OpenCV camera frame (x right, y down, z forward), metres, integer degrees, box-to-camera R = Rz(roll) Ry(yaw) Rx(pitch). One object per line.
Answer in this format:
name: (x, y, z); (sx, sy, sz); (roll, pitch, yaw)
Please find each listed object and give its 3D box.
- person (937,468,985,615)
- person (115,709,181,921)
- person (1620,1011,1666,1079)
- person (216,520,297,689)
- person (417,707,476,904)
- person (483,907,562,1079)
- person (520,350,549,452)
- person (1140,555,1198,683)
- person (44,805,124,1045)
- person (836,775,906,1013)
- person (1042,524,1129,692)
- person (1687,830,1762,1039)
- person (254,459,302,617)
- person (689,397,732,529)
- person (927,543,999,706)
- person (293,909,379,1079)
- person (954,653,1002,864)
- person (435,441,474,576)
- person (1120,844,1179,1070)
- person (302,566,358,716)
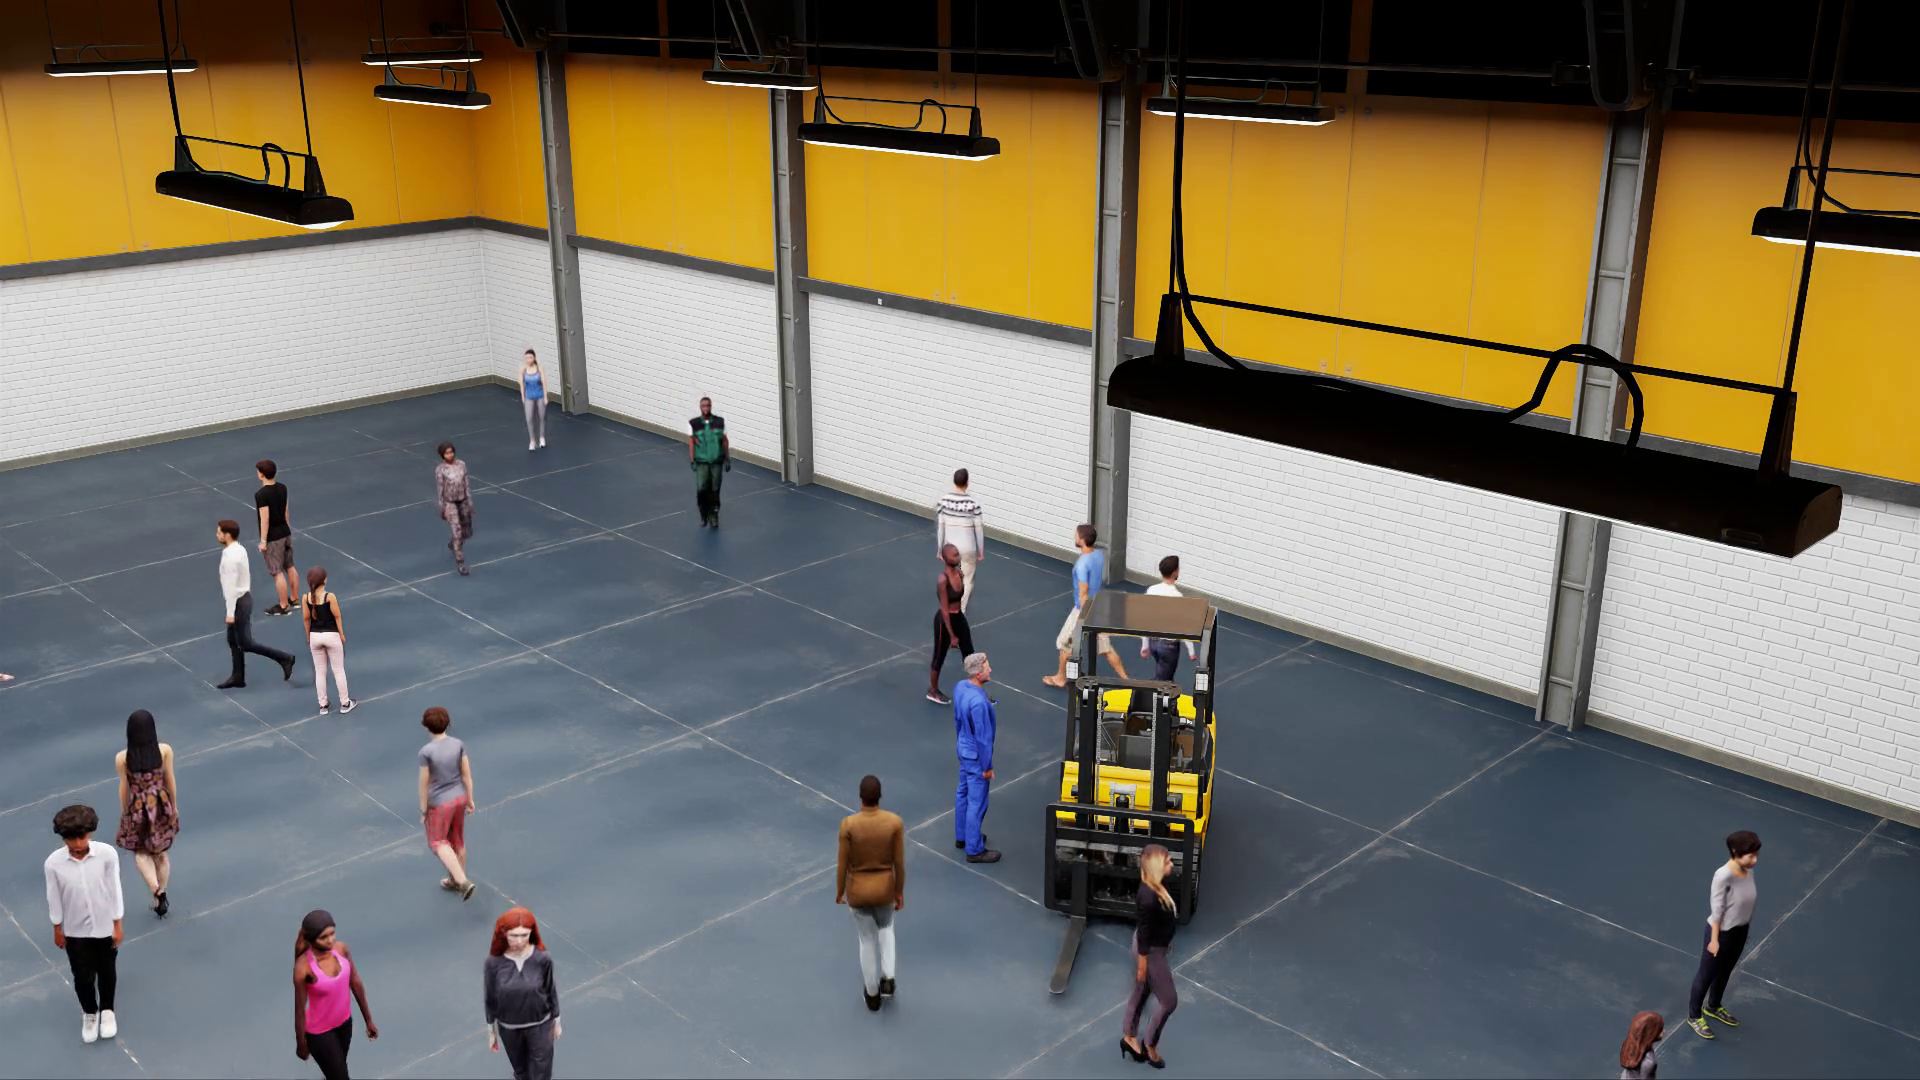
person: (-0.020, 0.117, 18.989); (1.194, 1.843, 1.101); (6, 19, 17)
person: (-6.275, 2.190, 12.968); (0.716, 1.757, 0.837); (-13, 23, -34)
person: (4.211, 3.411, 10.363); (0.575, 1.105, 0.534); (3, 19, 8)
person: (-7.394, 0.693, 17.268); (1.022, 1.850, 1.099); (-6, 19, -17)
person: (-4.067, 2.150, 13.277); (0.616, 1.636, 0.857); (-17, 25, -41)
person: (-2.745, 3.039, 10.454); (0.880, 1.753, 0.959); (0, 19, 1)
person: (-6.730, -2.247, 26.410); (0.839, 1.587, 0.930); (-3, 19, -8)
person: (1.923, 1.084, 16.142); (0.768, 1.827, 1.143); (-14, 23, -36)
person: (-6.071, 2.623, 11.627); (0.695, 1.793, 0.693); (-10, 21, -27)
person: (-0.622, 2.553, 11.821); (0.746, 1.802, 0.775); (-4, 19, -11)
person: (1.416, 0.747, 17.137); (1.271, 1.832, 0.761); (13, 22, 33)
person: (5.385, 2.729, 11.691); (0.591, 1.551, 0.542); (-11, 22, -30)
person: (-7.994, -0.043, 19.438); (0.771, 1.861, 0.772); (4, 19, 12)
person: (-3.400, -1.068, 22.533); (0.809, 1.827, 0.829); (-6, 19, -16)
person: (-0.191, 0.868, 16.938); (1.050, 1.728, 0.670); (14, 23, 36)
person: (-4.040, 3.053, 10.487); (0.743, 1.705, 0.669); (8, 20, 23)
person: (0.117, 1.807, 13.995); (0.848, 1.828, 0.674); (-6, 20, -18)
person: (-6.338, -0.416, 20.800); (0.606, 1.698, 0.826); (-15, 24, -37)
person: (1.193, 2.814, 11.274); (0.774, 1.657, 0.723); (2, 19, 7)
person: (-6.411, 1.001, 16.800); (0.617, 1.564, 0.669); (-1, 19, -3)
